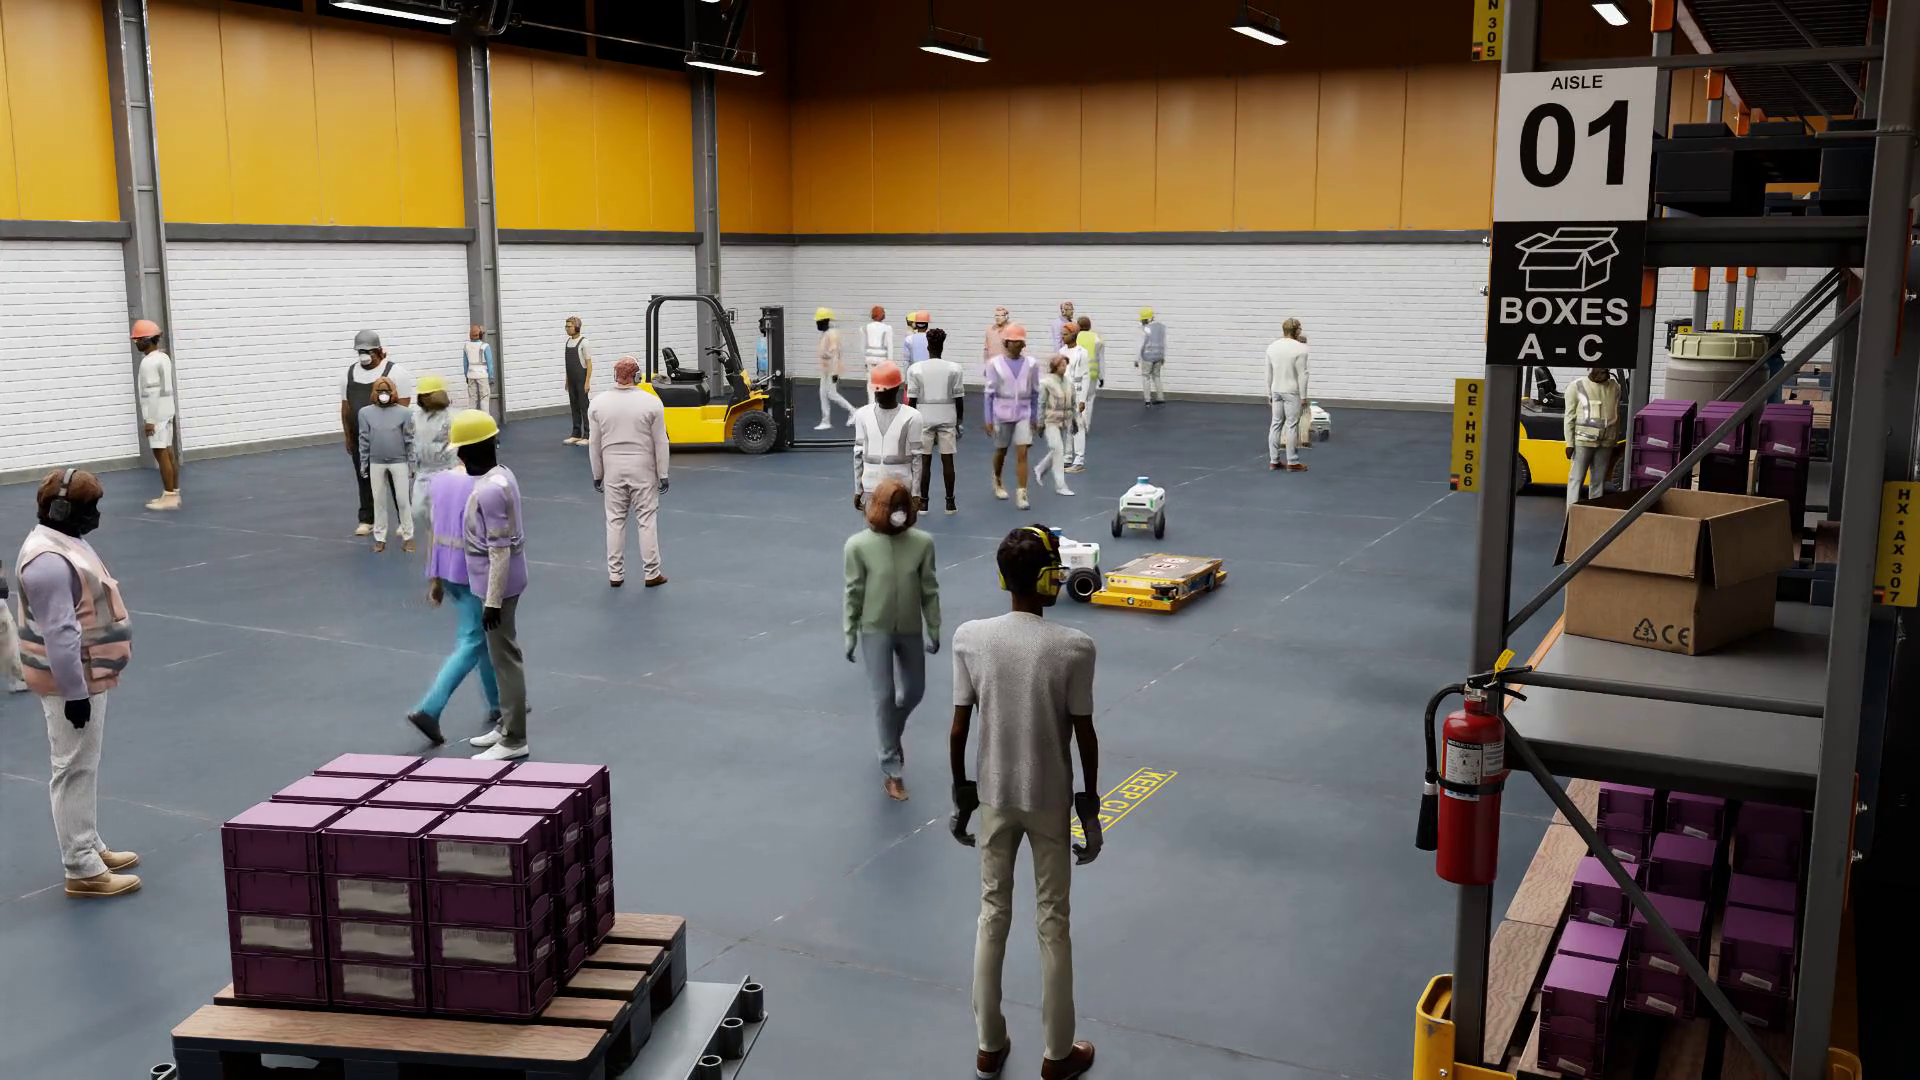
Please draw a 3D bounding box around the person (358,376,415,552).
[{"bbox_3d":[-5.253,-0.692,15.292,0.505,1.629,0.279,-1,10,-7],"label":"person"}]

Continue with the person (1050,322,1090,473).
[{"bbox_3d":[1.386,-1.781,20.837,0.345,1.882,0.584,-6,12,-33],"label":"person"}]

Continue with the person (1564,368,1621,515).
[{"bbox_3d":[6.196,-0.969,16.276,0.590,1.837,0.403,-2,10,-12],"label":"person"}]

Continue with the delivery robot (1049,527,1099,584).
[{"bbox_3d":[0.753,0.144,13.268,0.707,0.478,0.477,1,10,3],"label":"delivery robot"}]

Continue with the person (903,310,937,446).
[{"bbox_3d":[-0.534,-2.304,23.714,0.543,1.938,0.356,1,10,4],"label":"person"}]

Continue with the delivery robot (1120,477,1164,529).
[{"bbox_3d":[1.783,-0.370,16.242,0.477,0.478,0.707,3,10,15],"label":"delivery robot"}]

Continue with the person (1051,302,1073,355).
[{"bbox_3d":[1.836,-3.146,28.674,0.406,1.909,0.638,6,11,30],"label":"person"}]

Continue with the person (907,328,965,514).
[{"bbox_3d":[-0.255,-1.243,17.487,0.611,1.965,0.362,-1,10,-4],"label":"person"}]

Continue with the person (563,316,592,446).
[{"bbox_3d":[-5.464,-2.266,23.758,0.516,1.843,0.327,8,13,39],"label":"person"}]

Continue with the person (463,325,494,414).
[{"bbox_3d":[-7.414,-2.488,25.640,0.523,1.639,0.306,4,10,21],"label":"person"}]

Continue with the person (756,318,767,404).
[{"bbox_3d":[-3.168,-2.818,27.373,0.539,1.698,0.319,9,13,43],"label":"person"}]

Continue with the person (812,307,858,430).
[{"bbox_3d":[-1.953,-2.656,25.822,0.667,1.910,0.610,-5,11,-28],"label":"person"}]

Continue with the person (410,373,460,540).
[{"bbox_3d":[-4.462,-0.556,14.162,0.498,1.725,0.367,4,10,20],"label":"person"}]

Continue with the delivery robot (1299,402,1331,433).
[{"bbox_3d":[5.198,-1.788,24.451,0.477,0.478,0.707,-1,10,-5],"label":"delivery robot"}]

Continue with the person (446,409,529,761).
[{"bbox_3d":[-2.538,0.248,8.998,0.391,1.917,0.586,-2,10,-13],"label":"person"}]

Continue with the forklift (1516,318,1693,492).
[{"bbox_3d":[7.066,-1.601,18.899,2.313,2.155,1.214,5,11,27],"label":"forklift"}]

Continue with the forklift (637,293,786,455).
[{"bbox_3d":[-3.588,-2.317,23.042,2.313,2.155,1.214,-1,10,-5],"label":"forklift"}]

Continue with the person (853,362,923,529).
[{"bbox_3d":[-0.557,-0.395,12.692,0.542,1.928,0.374,2,10,13],"label":"person"}]

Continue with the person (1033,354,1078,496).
[{"bbox_3d":[1.059,-1.333,19.008,0.522,1.612,0.713,-9,13,-41],"label":"person"}]

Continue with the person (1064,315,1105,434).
[{"bbox_3d":[1.878,-2.484,25.142,0.630,1.815,0.823,-1,10,-6],"label":"person"}]

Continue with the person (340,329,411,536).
[{"bbox_3d":[-5.677,-1.045,16.125,0.690,2.000,0.538,0,10,1],"label":"person"}]

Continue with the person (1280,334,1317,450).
[{"bbox_3d":[4.749,-2.063,23.228,0.658,1.605,0.527,-5,11,-26],"label":"person"}]

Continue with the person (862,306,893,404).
[{"bbox_3d":[-1.345,-2.998,27.946,0.584,1.853,0.835,3,10,16],"label":"person"}]

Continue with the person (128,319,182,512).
[{"bbox_3d":[-8.619,-1.332,17.788,0.396,2.038,0.614,-2,10,-11],"label":"person"}]

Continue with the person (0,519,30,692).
[{"bbox_3d":[-6.034,0.212,10.123,0.843,1.599,0.530,-9,13,-42],"label":"person"}]

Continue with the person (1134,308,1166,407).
[{"bbox_3d":[3.412,-3.250,29.689,0.632,1.776,0.406,-7,12,-35],"label":"person"}]

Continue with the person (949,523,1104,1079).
[{"bbox_3d":[0.217,0.876,5.511,0.533,1.864,0.314,3,10,18],"label":"person"}]

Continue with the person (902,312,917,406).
[{"bbox_3d":[-0.797,-2.914,27.765,0.327,1.759,0.523,-1,10,-5],"label":"person"}]

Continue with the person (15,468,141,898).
[{"bbox_3d":[-3.786,0.606,7.161,0.429,1.838,0.621,-5,11,-24],"label":"person"}]

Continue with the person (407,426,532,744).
[{"bbox_3d":[-2.818,0.226,9.458,0.565,1.807,0.882,7,12,36],"label":"person"}]

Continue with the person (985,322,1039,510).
[{"bbox_3d":[0.560,-1.377,18.154,0.615,2.006,1.026,-2,10,-11],"label":"person"}]

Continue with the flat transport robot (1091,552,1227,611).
[{"bbox_3d":[1.621,0.317,13.358,0.652,0.197,1.431,5,11,26],"label":"flat transport robot"}]

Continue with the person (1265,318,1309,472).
[{"bbox_3d":[4.121,-1.825,20.946,0.379,1.937,0.629,-8,13,-38],"label":"person"}]

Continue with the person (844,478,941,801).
[{"bbox_3d":[-0.354,0.472,8.581,0.516,1.615,0.688,-4,11,-22],"label":"person"}]

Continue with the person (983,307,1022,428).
[{"bbox_3d":[0.645,-2.686,26.012,0.640,1.910,0.401,5,11,27],"label":"person"}]

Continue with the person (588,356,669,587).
[{"bbox_3d":[-2.707,-0.559,13.699,0.651,1.905,0.403,0,10,3],"label":"person"}]
